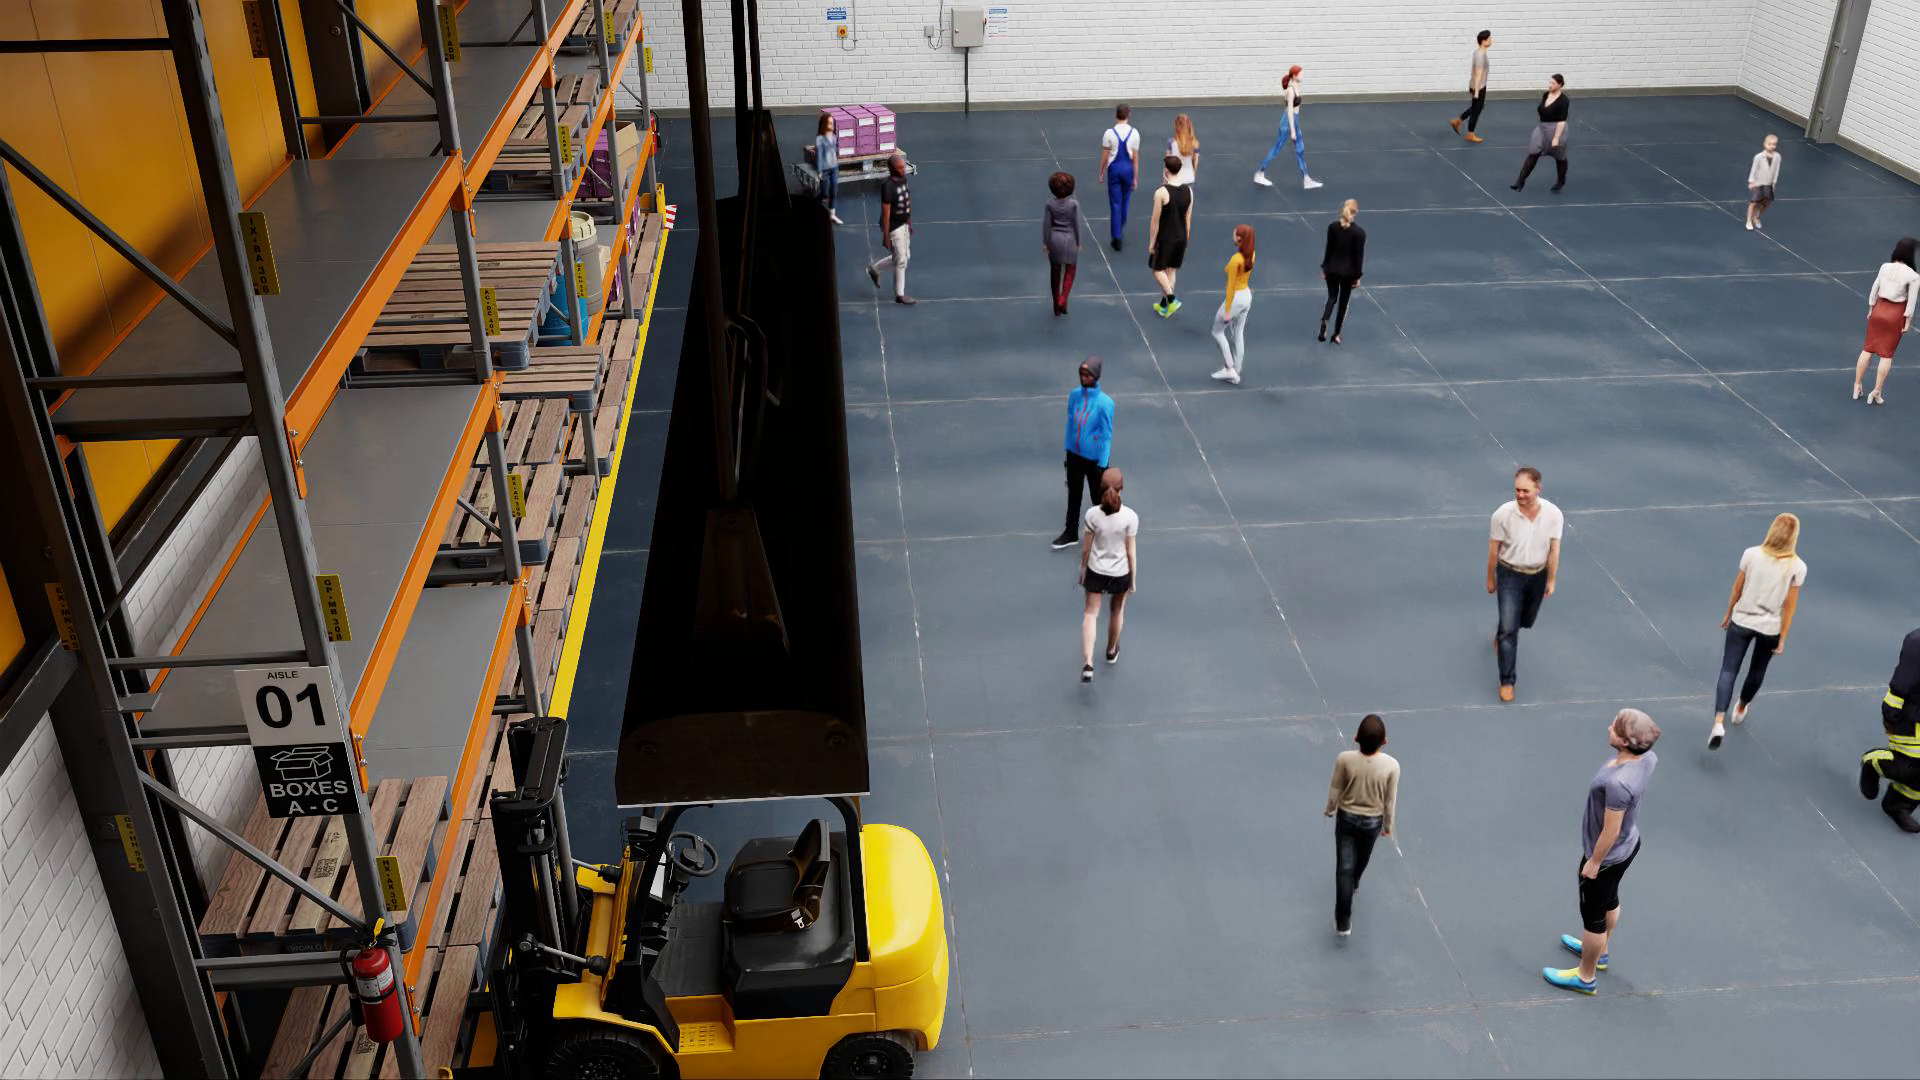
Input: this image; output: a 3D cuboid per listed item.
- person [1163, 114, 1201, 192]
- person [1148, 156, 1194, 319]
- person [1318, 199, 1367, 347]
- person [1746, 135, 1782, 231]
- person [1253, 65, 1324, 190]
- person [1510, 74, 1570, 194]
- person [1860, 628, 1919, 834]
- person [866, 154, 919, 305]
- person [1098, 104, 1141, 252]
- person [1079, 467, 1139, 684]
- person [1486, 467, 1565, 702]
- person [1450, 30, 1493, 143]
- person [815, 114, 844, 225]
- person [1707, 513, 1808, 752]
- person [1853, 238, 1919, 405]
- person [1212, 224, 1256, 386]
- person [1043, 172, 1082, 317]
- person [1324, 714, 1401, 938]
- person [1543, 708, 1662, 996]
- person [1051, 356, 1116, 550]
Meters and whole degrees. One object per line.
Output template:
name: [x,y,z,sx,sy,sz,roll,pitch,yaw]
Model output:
person: [2.849,-4.543,21.361,0.676,1.665,1.031,-1,29,-2]
person: [2.469,-3.433,19.110,0.859,1.871,0.996,-12,31,-21]
person: [4.160,-2.898,18.320,0.833,1.689,0.898,18,34,30]
person: [10.719,-4.795,22.239,0.579,1.268,0.607,4,29,7]
person: [4.585,-5.829,23.654,1.063,1.728,1.225,13,31,22]
person: [8.409,-5.688,23.436,1.032,1.689,1.217,-13,31,-23]
person: [6.314,1.057,10.941,0.734,1.812,0.854,-3,29,-5]
person: [-0.834,-3.677,19.650,1.009,1.785,1.040,12,31,22]
person: [2.057,-4.636,21.381,0.690,1.810,1.180,-1,29,-2]
person: [1.090,0.299,12.417,0.754,1.730,1.070,5,29,9]
person: [4.197,0.241,12.428,0.918,1.821,1.205,6,29,11]
person: [8.008,-7.095,25.989,0.787,1.713,0.779,6,29,11]
person: [-1.838,-4.994,22.395,0.870,1.466,0.807,23,36,35]
person: [5.568,0.677,11.674,1.003,1.779,1.177,15,32,25]
person: [9.523,-2.252,17.072,0.737,1.750,0.605,-17,33,-28]
person: [2.972,-2.440,17.425,0.784,1.742,0.727,23,36,35]
person: [1.172,-3.362,19.165,0.703,1.696,0.806,5,29,9]
person: [2.412,1.740,10.078,0.738,1.441,1.053,5,29,9]
person: [3.725,1.776,9.548,0.808,1.885,0.731,19,34,31]
person: [1.118,-0.740,14.252,0.735,1.797,0.791,20,35,32]
